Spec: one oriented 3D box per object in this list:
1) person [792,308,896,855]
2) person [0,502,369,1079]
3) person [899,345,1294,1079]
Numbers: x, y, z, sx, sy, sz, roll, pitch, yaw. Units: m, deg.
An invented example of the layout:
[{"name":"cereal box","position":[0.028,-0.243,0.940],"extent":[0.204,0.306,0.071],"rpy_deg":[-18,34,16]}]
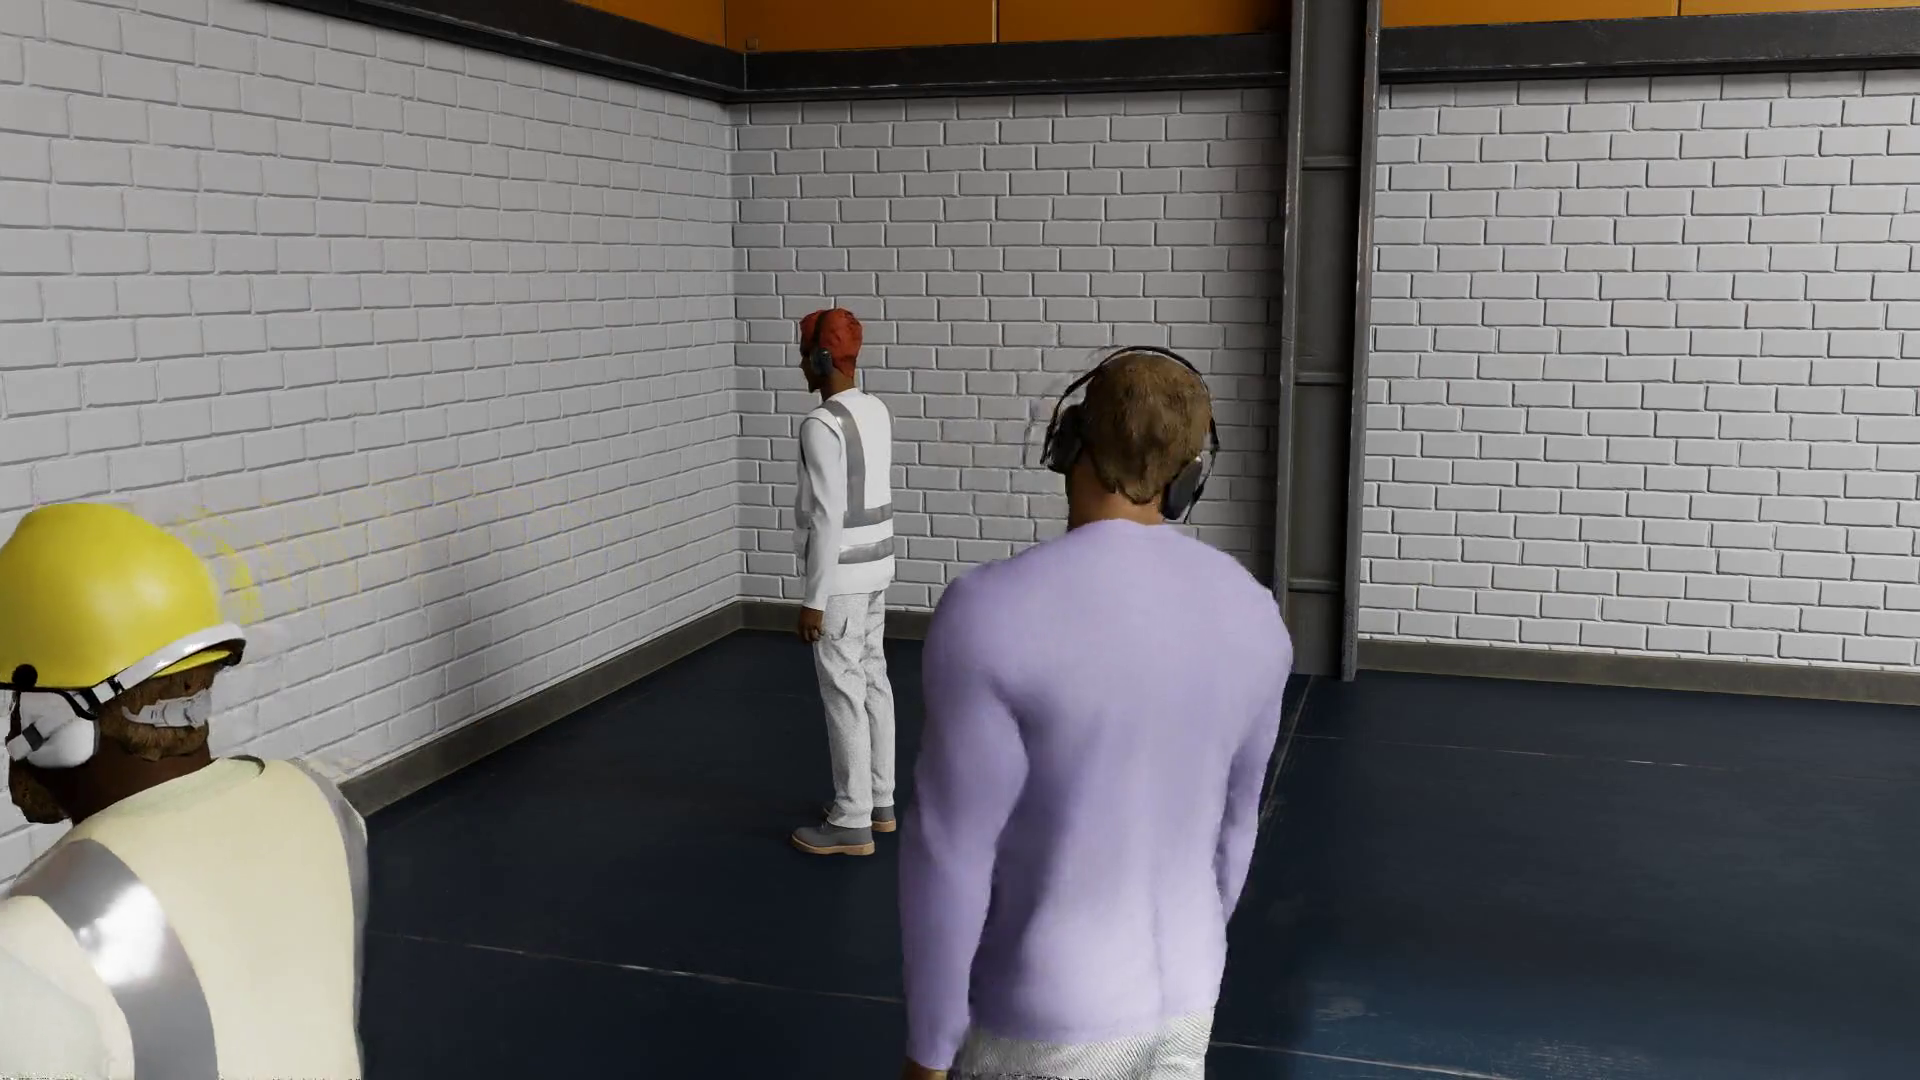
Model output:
[{"name":"person","position":[-0.402,0.146,5.760],"extent":[0.337,1.882,0.585],"rpy_deg":[3,10,19]},{"name":"person","position":[-0.865,0.840,1.858],"extent":[0.949,1.783,0.609],"rpy_deg":[2,10,13]},{"name":"person","position":[0.206,0.686,2.426],"extent":[0.673,1.908,0.449],"rpy_deg":[-8,12,-39]}]
